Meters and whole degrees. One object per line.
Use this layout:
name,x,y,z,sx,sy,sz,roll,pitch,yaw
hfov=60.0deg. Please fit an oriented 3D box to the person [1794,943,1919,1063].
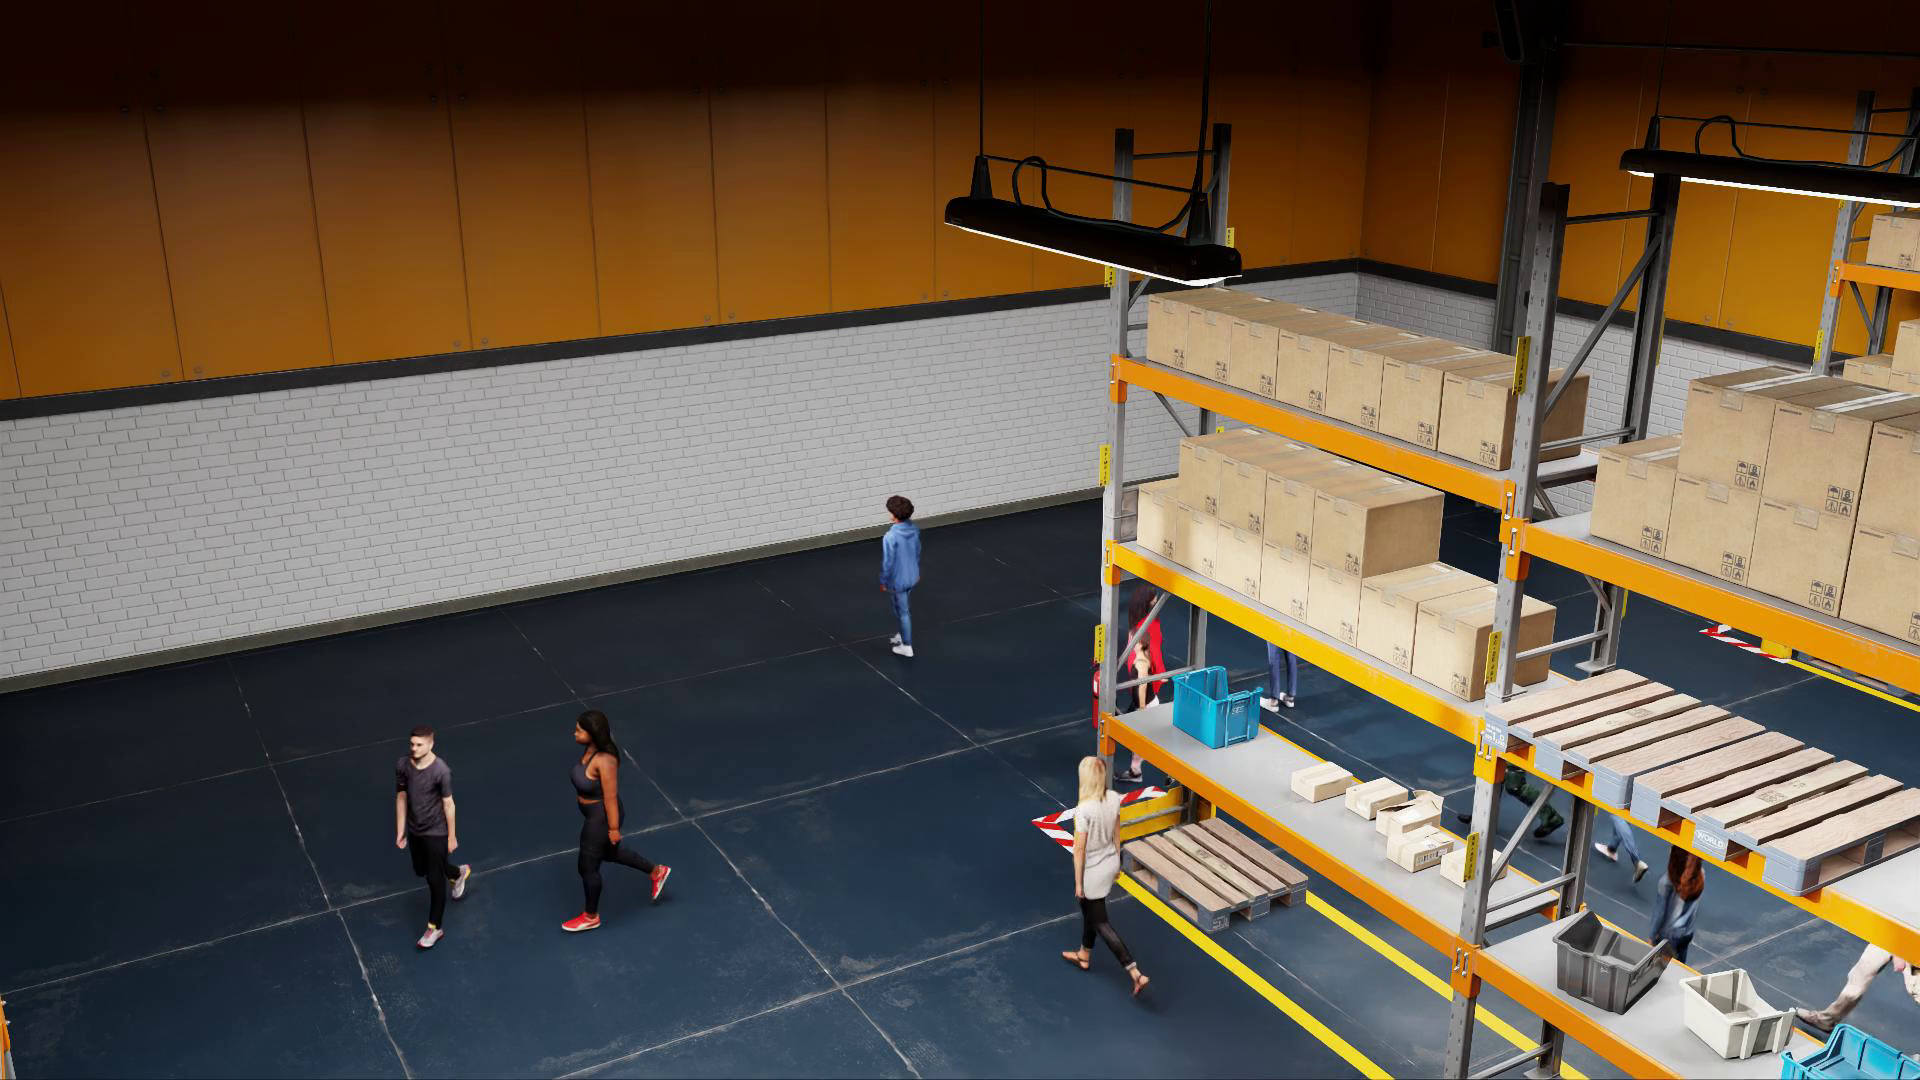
person,6.430,2.707,11.184,1.328,1.796,0.926,15,24,38

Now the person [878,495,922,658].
person,-0.569,0.411,18.002,0.807,1.798,0.796,15,24,38

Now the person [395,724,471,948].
person,-4.035,2.197,12.778,1.059,1.746,1.078,6,20,18

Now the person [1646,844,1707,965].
person,4.989,2.734,11.608,0.559,1.475,0.491,-9,21,-25

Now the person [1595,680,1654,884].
person,5.496,1.957,13.548,0.810,1.709,1.106,-3,19,-10

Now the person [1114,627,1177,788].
person,1.738,1.531,15.075,0.914,1.543,0.877,4,19,12

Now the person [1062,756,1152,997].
person,1.073,2.447,11.965,0.805,1.791,1.181,-17,25,-41

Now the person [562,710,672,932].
person,-2.681,2.138,12.886,0.823,1.789,1.100,-8,20,-22

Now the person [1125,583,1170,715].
person,1.691,1.236,15.641,0.772,1.739,0.723,-7,20,-19
